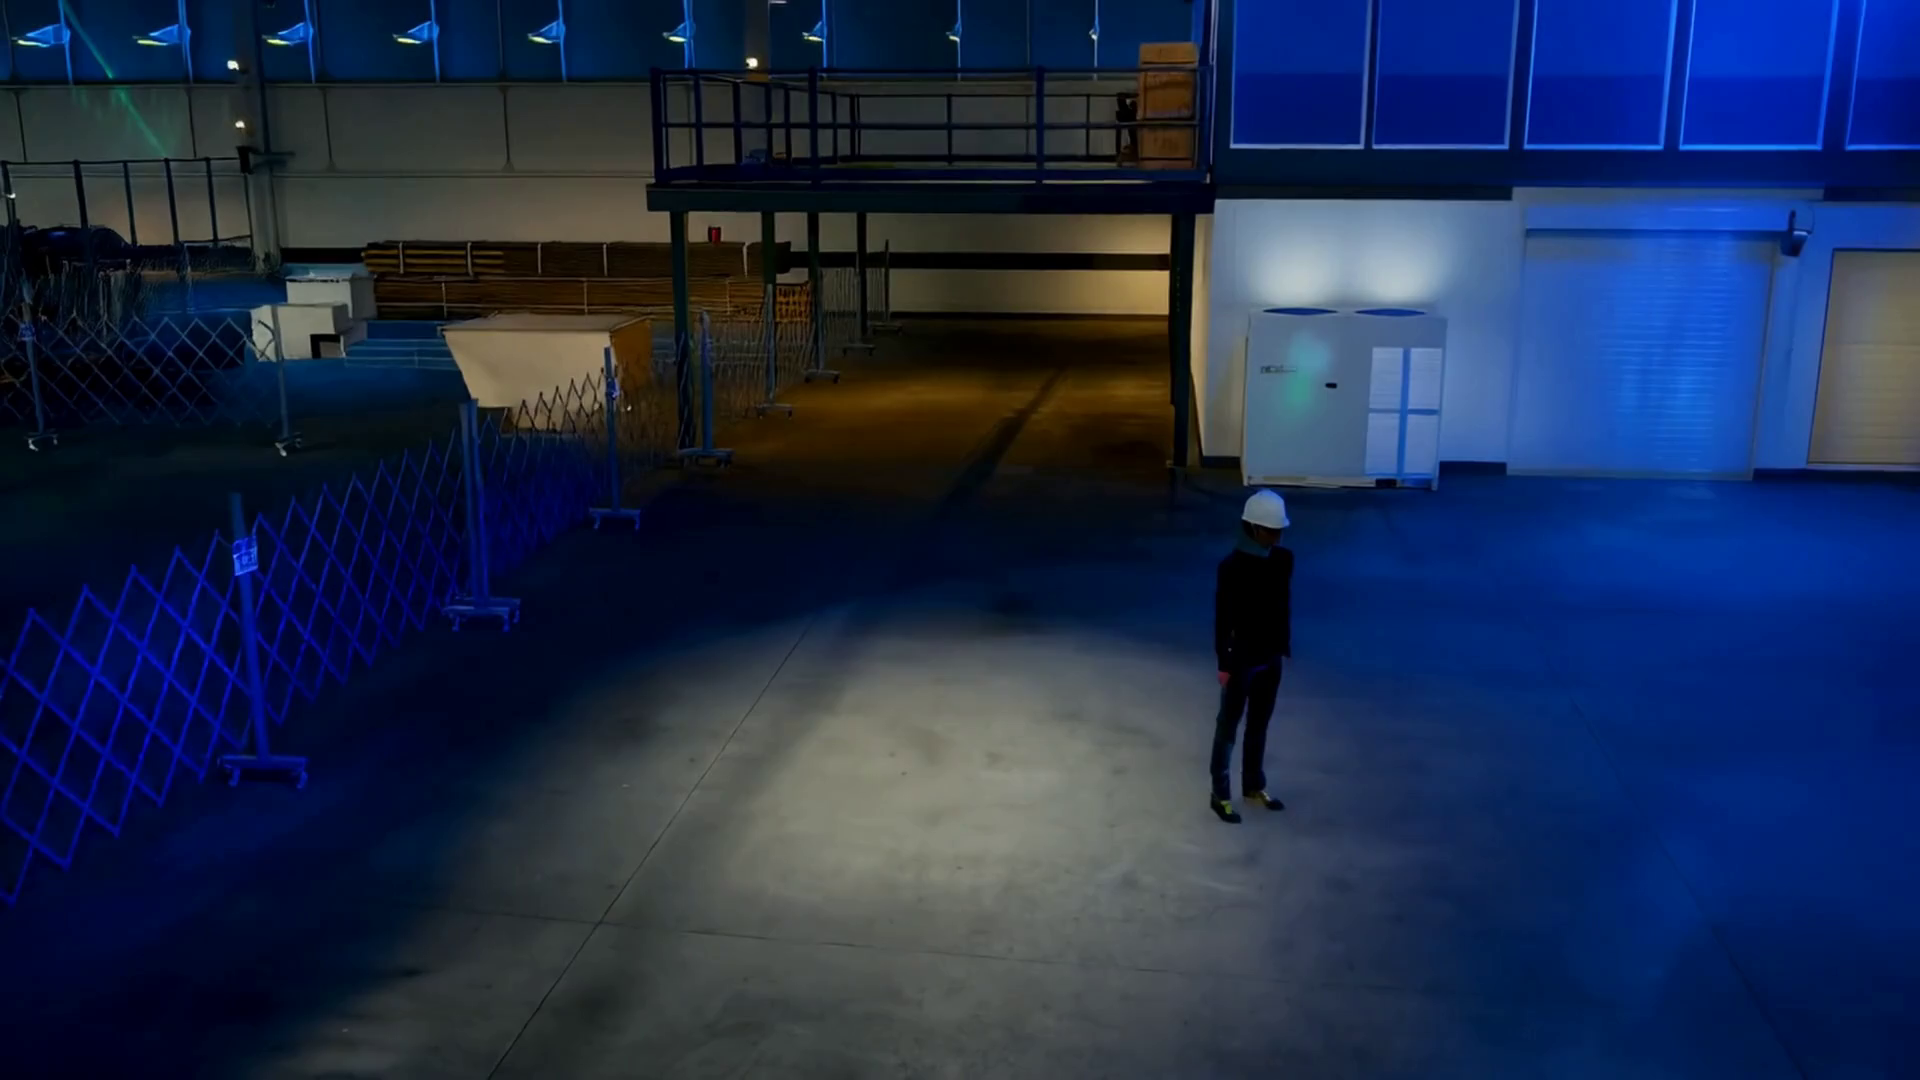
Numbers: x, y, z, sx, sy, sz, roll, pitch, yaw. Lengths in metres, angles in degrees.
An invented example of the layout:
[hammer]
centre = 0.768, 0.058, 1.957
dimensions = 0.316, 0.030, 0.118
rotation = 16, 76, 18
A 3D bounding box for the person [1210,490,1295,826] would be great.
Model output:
[person]
centre = 1.544, 0.603, 8.646
dimensions = 0.533, 1.767, 0.326
rotation = -10, 17, -34
